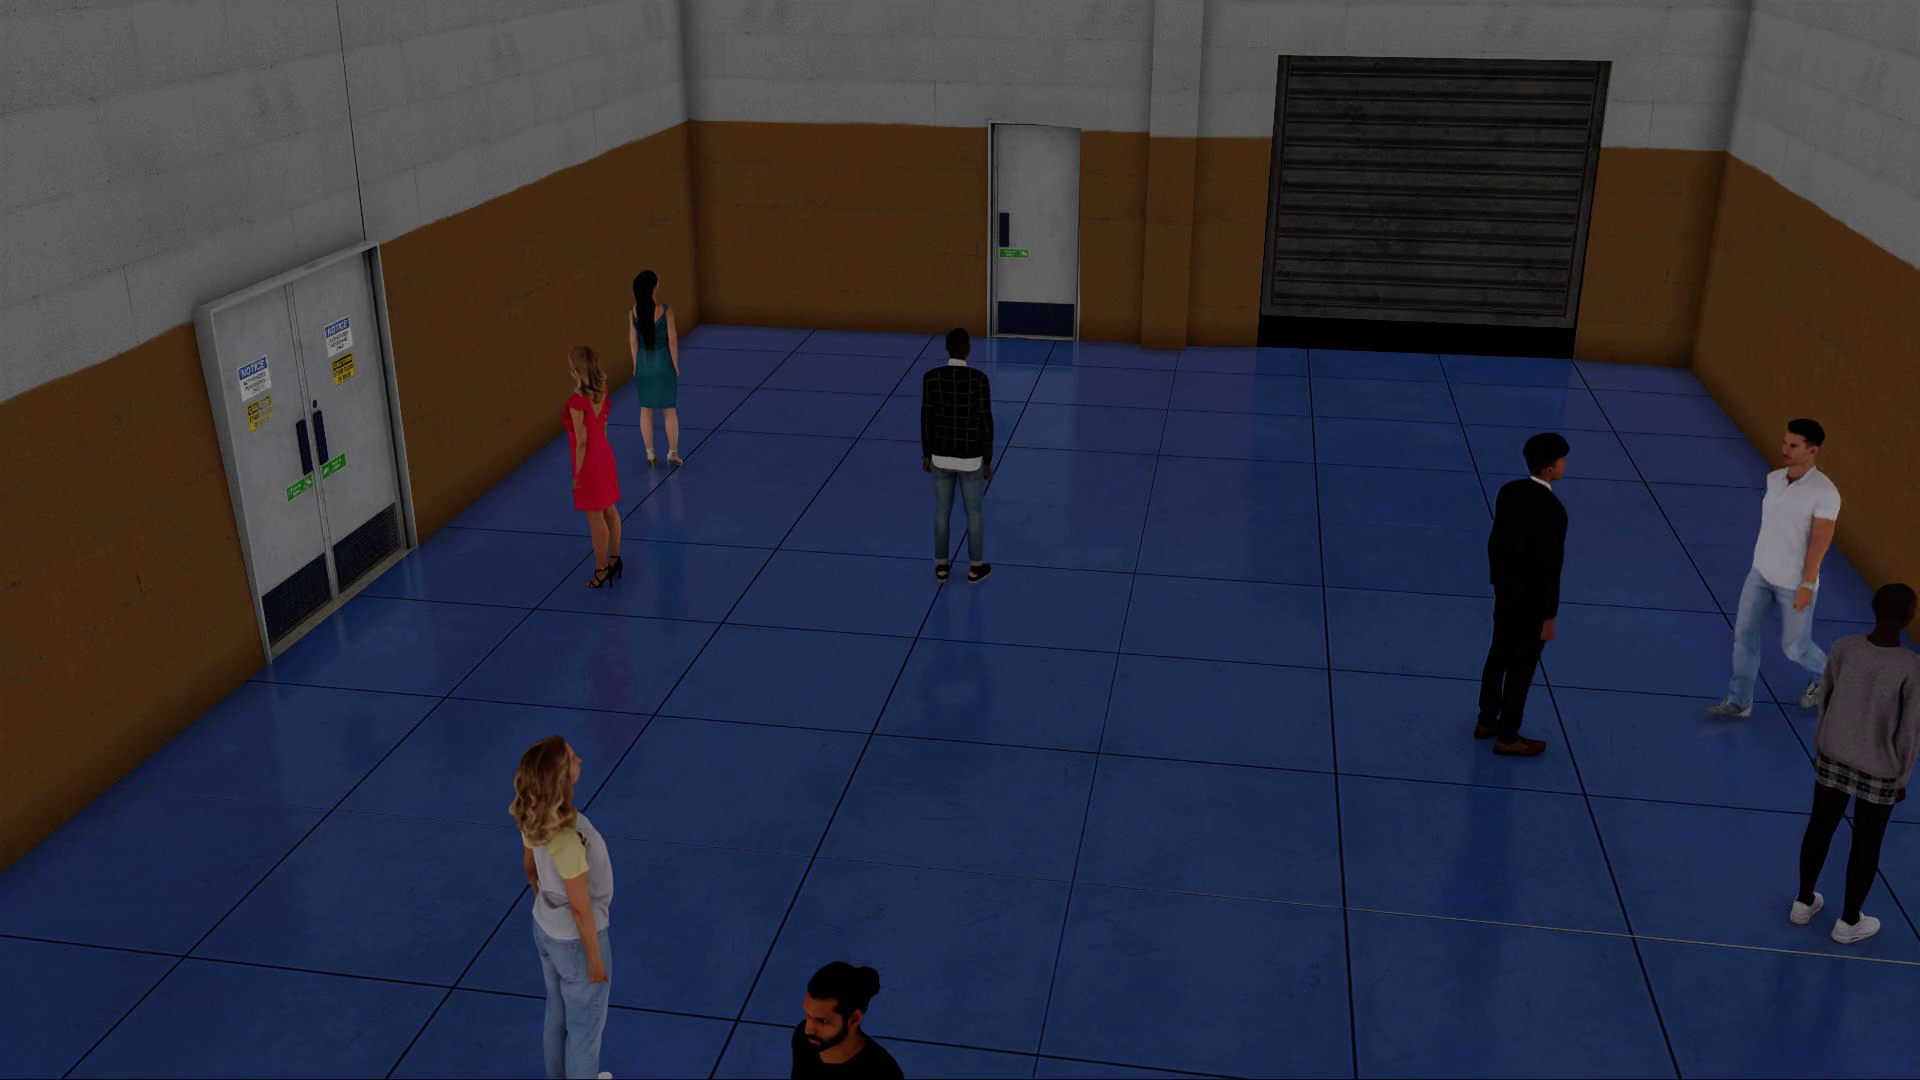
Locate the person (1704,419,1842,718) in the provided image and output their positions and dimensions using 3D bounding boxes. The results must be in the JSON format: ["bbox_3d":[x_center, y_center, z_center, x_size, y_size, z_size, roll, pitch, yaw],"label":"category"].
[{"bbox_3d":[4.826,0.200,9.597,1.175,1.833,1.005,-7,23,-17],"label":"person"}]

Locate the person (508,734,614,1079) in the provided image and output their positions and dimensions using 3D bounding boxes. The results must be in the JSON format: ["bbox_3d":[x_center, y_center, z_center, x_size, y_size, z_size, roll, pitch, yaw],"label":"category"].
[{"bbox_3d":[-1.510,1.529,6.416,0.769,1.723,0.694,-17,27,-36],"label":"person"}]

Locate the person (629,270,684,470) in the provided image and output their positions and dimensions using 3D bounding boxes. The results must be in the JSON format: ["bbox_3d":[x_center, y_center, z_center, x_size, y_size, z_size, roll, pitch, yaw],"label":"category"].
[{"bbox_3d":[-2.534,-1.416,13.815,0.438,1.685,0.614,2,22,5],"label":"person"}]

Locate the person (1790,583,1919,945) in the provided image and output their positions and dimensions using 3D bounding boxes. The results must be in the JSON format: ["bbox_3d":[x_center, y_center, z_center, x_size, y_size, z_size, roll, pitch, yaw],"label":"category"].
[{"bbox_3d":[4.135,1.016,7.649,0.747,1.771,0.682,-15,26,-33],"label":"person"}]

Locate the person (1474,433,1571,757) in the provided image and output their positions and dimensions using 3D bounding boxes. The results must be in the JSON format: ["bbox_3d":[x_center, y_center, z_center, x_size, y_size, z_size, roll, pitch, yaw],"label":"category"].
[{"bbox_3d":[3.141,0.295,9.295,0.724,1.882,0.775,-6,23,-14],"label":"person"}]

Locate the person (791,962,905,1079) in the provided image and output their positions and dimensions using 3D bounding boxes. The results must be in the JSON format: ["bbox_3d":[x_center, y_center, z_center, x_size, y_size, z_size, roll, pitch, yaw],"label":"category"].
[{"bbox_3d":[-0.345,2.039,5.123,0.778,1.756,0.698,-18,28,-38],"label":"person"}]

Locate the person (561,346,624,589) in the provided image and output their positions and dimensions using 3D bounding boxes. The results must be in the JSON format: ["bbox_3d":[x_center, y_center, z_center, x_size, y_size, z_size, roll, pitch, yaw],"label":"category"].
[{"bbox_3d":[-2.525,-0.514,11.513,0.576,1.729,0.595,7,23,17],"label":"person"}]

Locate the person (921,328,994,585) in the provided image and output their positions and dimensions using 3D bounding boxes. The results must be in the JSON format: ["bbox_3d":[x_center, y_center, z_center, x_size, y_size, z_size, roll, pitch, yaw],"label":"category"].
[{"bbox_3d":[-0.022,-0.581,11.559,0.487,1.820,0.714,5,22,11],"label":"person"}]
